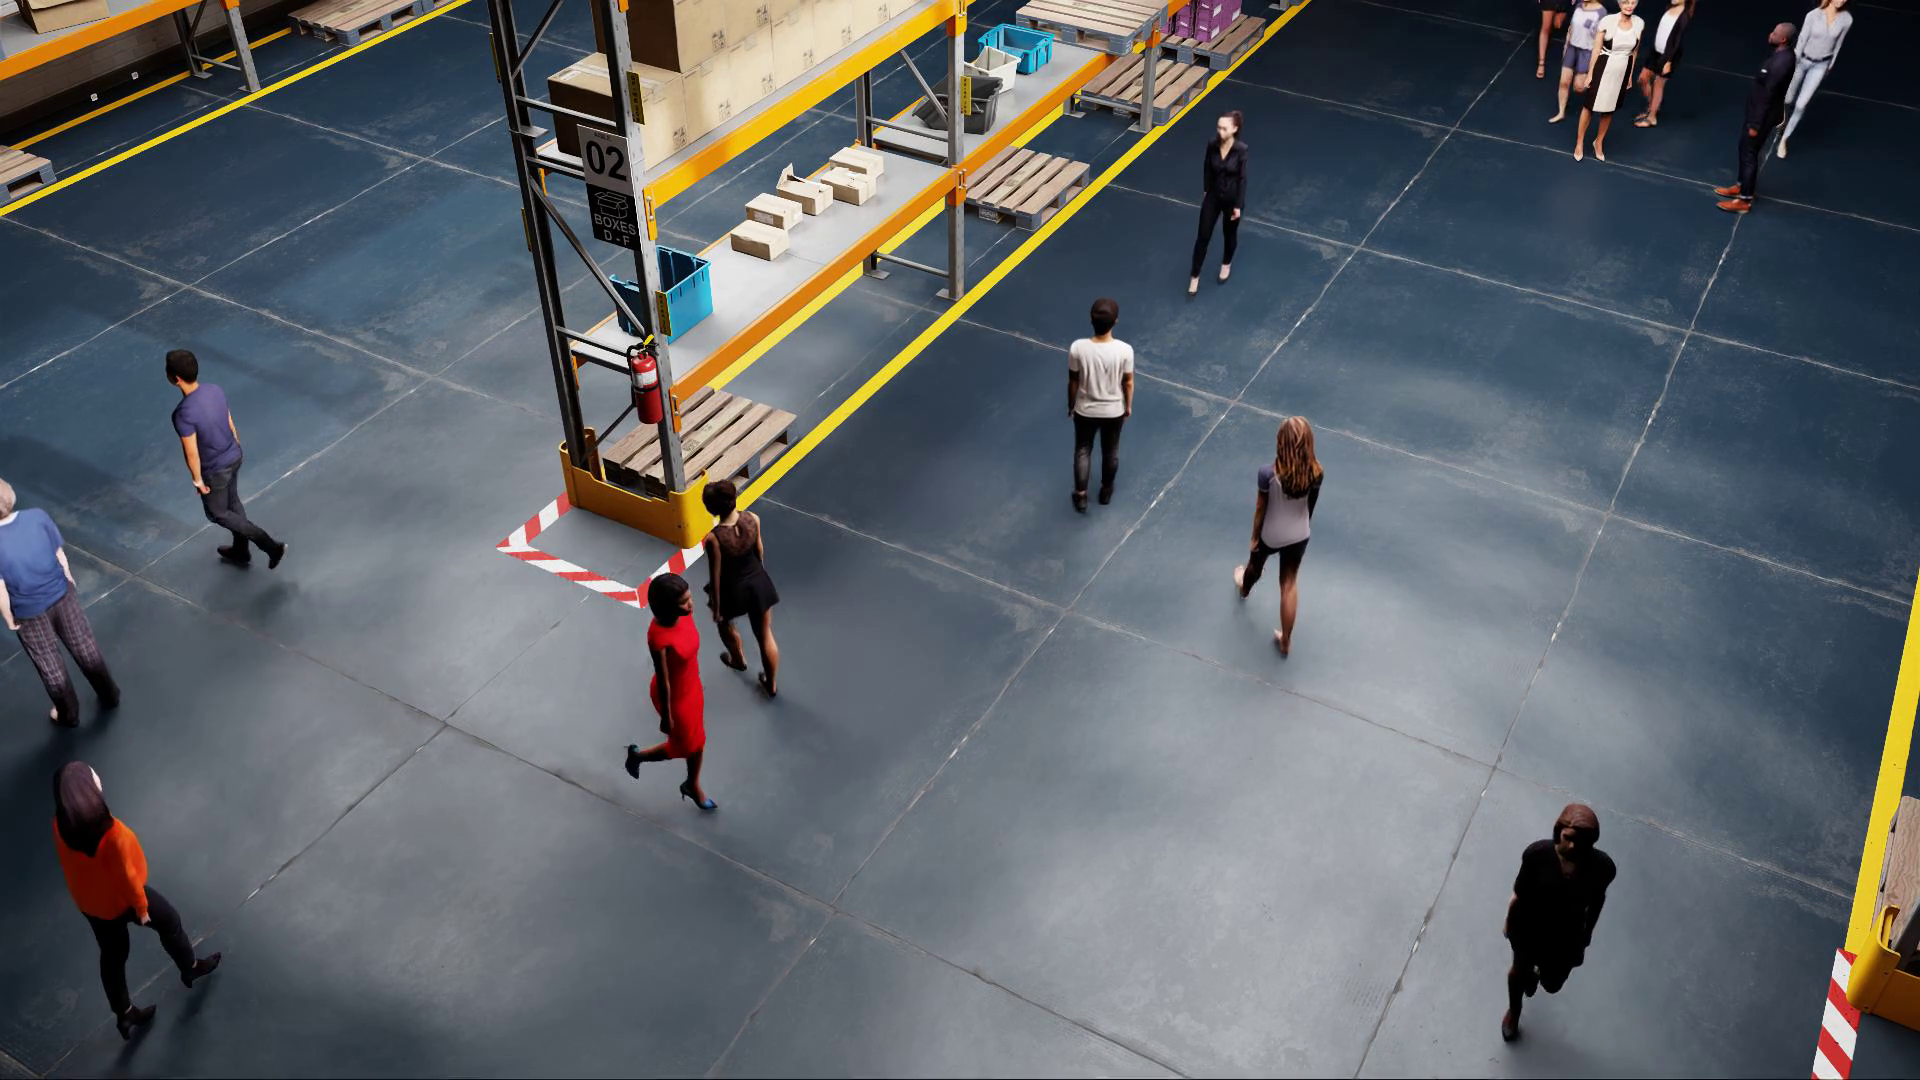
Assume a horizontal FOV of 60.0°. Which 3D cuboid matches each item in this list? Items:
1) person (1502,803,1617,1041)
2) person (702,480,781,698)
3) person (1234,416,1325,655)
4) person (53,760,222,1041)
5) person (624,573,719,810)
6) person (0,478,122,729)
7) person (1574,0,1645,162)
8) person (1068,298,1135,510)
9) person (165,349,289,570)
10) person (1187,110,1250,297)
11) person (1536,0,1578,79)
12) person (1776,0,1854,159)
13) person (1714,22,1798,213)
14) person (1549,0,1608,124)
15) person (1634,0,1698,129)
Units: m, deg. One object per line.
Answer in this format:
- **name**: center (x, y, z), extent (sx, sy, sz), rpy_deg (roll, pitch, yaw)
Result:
- **person**: center (2.996, 1.900, 8.459), extent (0.652, 1.692, 0.733), rpy_deg (13, 40, 15)
- **person**: center (-1.341, 0.353, 10.422), extent (0.827, 1.661, 0.860), rpy_deg (-24, 44, -27)
- **person**: center (2.127, 0.016, 10.827), extent (0.969, 1.681, 1.116), rpy_deg (-4, 39, -5)
- **person**: center (-4.333, 1.885, 8.453), extent (0.704, 1.723, 0.892), rpy_deg (17, 42, 20)
- **person**: center (-1.721, 0.897, 9.692), extent (0.755, 1.721, 0.821), rpy_deg (13, 40, 16)
- **person**: center (-5.626, 0.374, 10.226), extent (0.761, 1.873, 0.556), rpy_deg (27, 46, 29)
- **person**: center (6.484, -4.646, 16.605), extent (0.706, 1.756, 0.697), rpy_deg (1, 39, 1)
- **person**: center (1.006, -0.976, 12.033), extent (0.734, 1.726, 0.756), rpy_deg (3, 39, 4)
- **person**: center (-5.022, -0.506, 11.405), extent (0.843, 1.776, 0.927), rpy_deg (10, 40, 13)
- **person**: center (2.353, -2.990, 14.589), extent (0.610, 1.684, 0.865), rpy_deg (17, 42, 20)
- **person**: center (6.569, -6.027, 18.302), extent (0.792, 1.797, 1.014), rpy_deg (9, 39, 11)
- **person**: center (8.565, -4.792, 16.777), extent (0.710, 1.770, 1.018), rpy_deg (16, 41, 19)
- **person**: center (7.604, -3.998, 15.748), extent (0.792, 1.812, 0.595), rpy_deg (15, 41, 18)
- **person**: center (6.524, -5.103, 17.344), extent (0.805, 1.548, 0.720), rpy_deg (-23, 44, -26)
- **person**: center (7.388, -5.044, 17.269), extent (0.724, 1.549, 0.666), rpy_deg (-10, 40, -12)
